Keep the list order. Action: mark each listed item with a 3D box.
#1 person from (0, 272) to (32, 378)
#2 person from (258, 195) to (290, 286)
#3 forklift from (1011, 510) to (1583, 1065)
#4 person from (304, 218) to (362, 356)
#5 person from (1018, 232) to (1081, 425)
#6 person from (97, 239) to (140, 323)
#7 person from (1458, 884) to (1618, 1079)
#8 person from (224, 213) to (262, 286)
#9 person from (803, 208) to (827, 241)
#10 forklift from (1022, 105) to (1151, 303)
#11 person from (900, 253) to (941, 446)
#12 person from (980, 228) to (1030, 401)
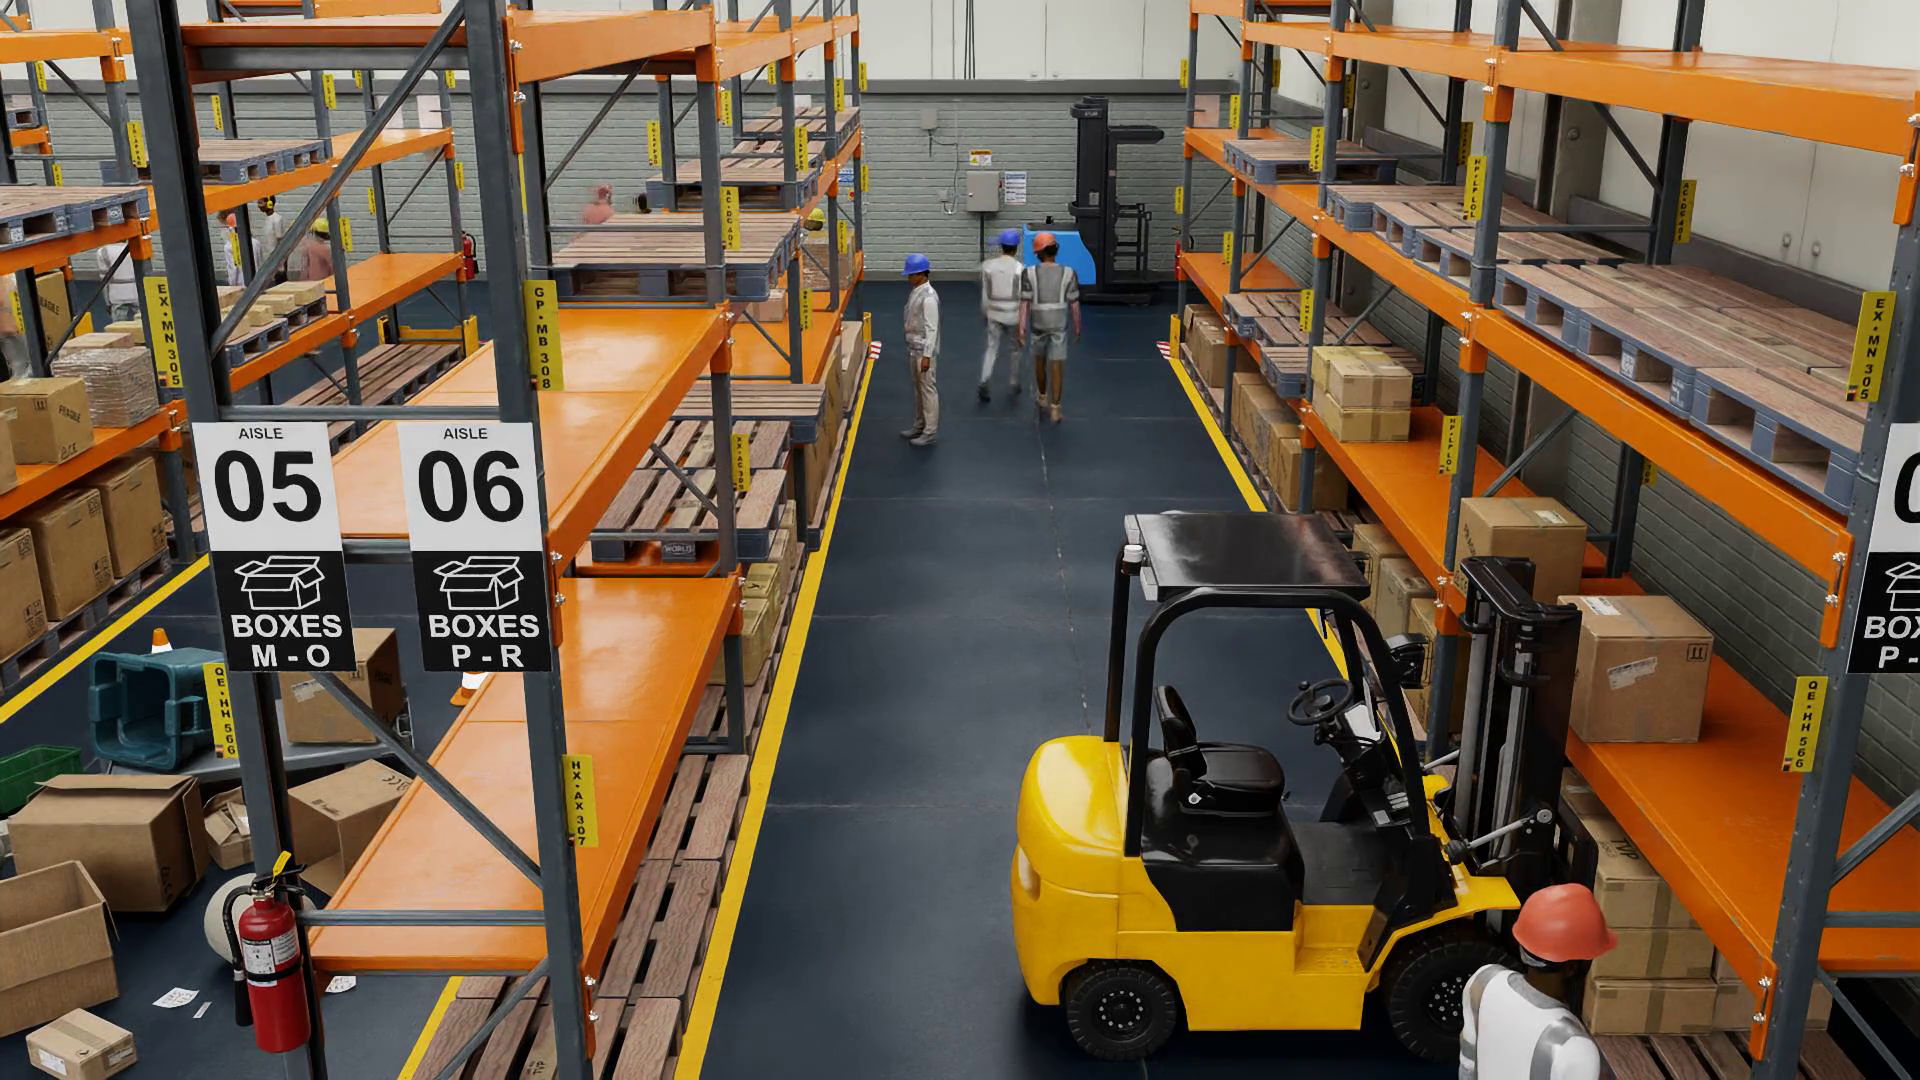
[{"bbox_3d":[-10.181,-2.282,17.923,0.586,1.909,0.485,2,18,5],"label":"person"},{"bbox_3d":[-9.265,-3.797,22.585,0.336,1.858,0.503,-13,22,-34],"label":"person"},{"bbox_3d":[1.387,1.055,7.378,2.313,2.155,1.214,0,18,0],"label":"forklift"},{"bbox_3d":[-7.992,-3.204,21.008,0.540,1.704,0.926,13,22,34],"label":"person"},{"bbox_3d":[0.954,-2.296,17.831,0.663,1.983,1.022,1,18,2],"label":"person"},{"bbox_3d":[-9.795,-2.852,19.612,0.544,1.929,0.389,-7,20,-21],"label":"person"},{"bbox_3d":[1.755,1.931,5.129,0.361,1.940,0.543,-7,20,-20],"label":"person"},{"bbox_3d":[-9.099,-3.266,21.134,0.341,1.749,0.572,7,19,19],"label":"person"},{"bbox_3d":[-1.889,-3.479,21.814,0.324,1.729,0.494,-1,18,-3],"label":"person"},{"bbox_3d":[1.857,-4.944,24.441,1.873,2.768,1.129,0,18,0],"label":"forklift"},{"bbox_3d":[-0.390,-1.925,16.778,0.390,1.945,0.603,-6,19,-17],"label":"person"},{"bbox_3d":[0.492,-2.501,18.546,0.607,1.927,0.814,6,19,19],"label":"person"}]
